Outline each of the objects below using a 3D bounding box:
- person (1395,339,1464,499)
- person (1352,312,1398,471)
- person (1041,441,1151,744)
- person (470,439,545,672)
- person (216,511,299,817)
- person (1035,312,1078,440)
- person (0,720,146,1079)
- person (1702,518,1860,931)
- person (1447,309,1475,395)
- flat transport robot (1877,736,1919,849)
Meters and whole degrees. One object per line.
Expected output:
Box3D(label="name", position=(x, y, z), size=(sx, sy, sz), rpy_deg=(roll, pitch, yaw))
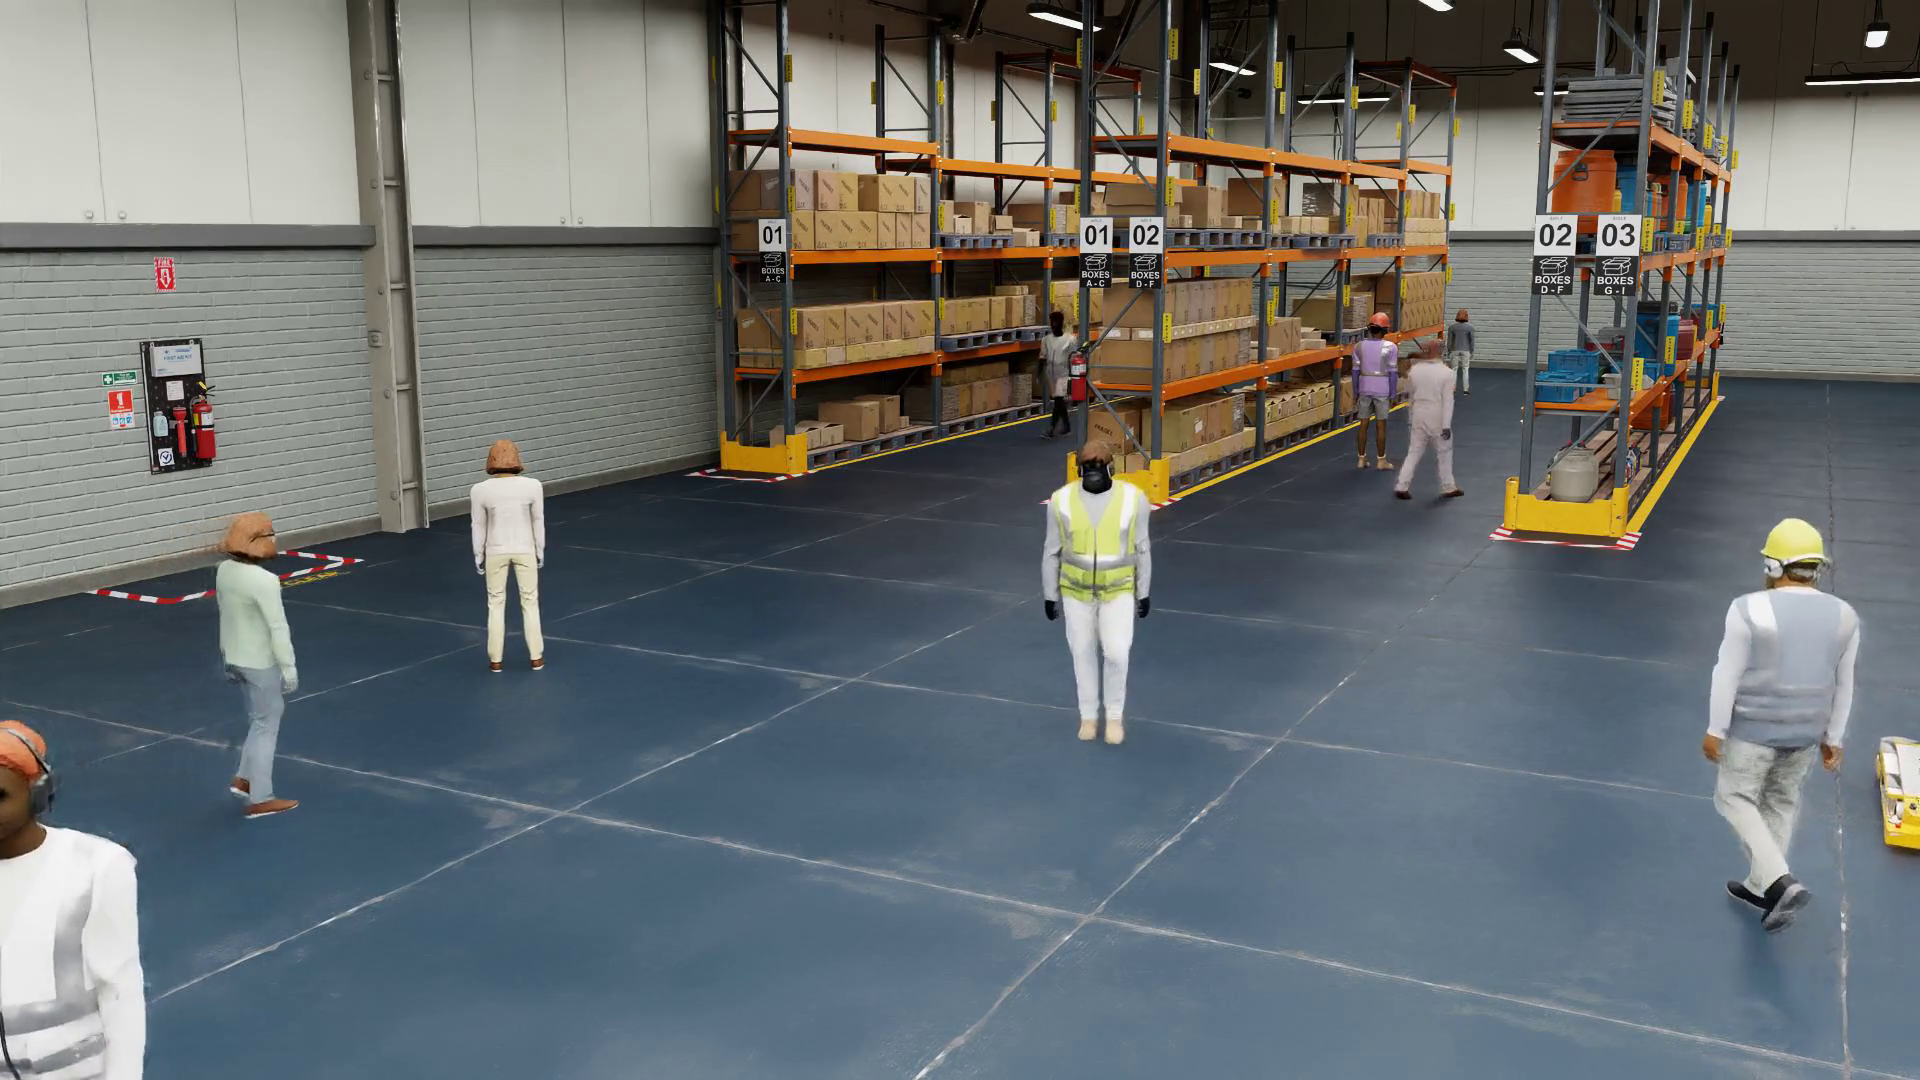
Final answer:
Box3D(label="person", position=(5.419, -1.384, 19.140), size=(0.964, 1.863, 0.658), rpy_deg=(-8, 13, -38))
Box3D(label="person", position=(5.374, -1.916, 21.525), size=(0.608, 2.045, 0.392), rpy_deg=(8, 13, 38))
Box3D(label="person", position=(0.800, 0.325, 9.907), size=(0.651, 1.823, 0.559), rpy_deg=(2, 11, 10))
Box3D(label="person", position=(-3.151, 0.112, 11.633), size=(0.497, 1.627, 0.304), rpy_deg=(-3, 11, -16))
Box3D(label="person", position=(-3.648, 0.647, 8.710), size=(0.520, 1.617, 0.353), rpy_deg=(8, 13, 38))
Box3D(label="person", position=(1.457, -2.461, 24.880), size=(0.619, 1.909, 1.023), rpy_deg=(8, 13, 36))
Box3D(label="person", position=(-2.283, 1.377, 4.072), size=(0.586, 1.858, 0.730), rpy_deg=(-1, 10, -4))
Box3D(label="person", position=(3.588, 0.817, 7.246), size=(0.612, 1.816, 0.600), rpy_deg=(-1, 10, -6))
Box3D(label="person", position=(9.540, -3.575, 31.694), size=(0.497, 1.634, 0.279), rpy_deg=(4, 11, 22))
Box3D(label="flat transport robot", position=(5.183, 1.328, 8.675), size=(0.652, 0.197, 1.431), rpy_deg=(5, 12, 26))
